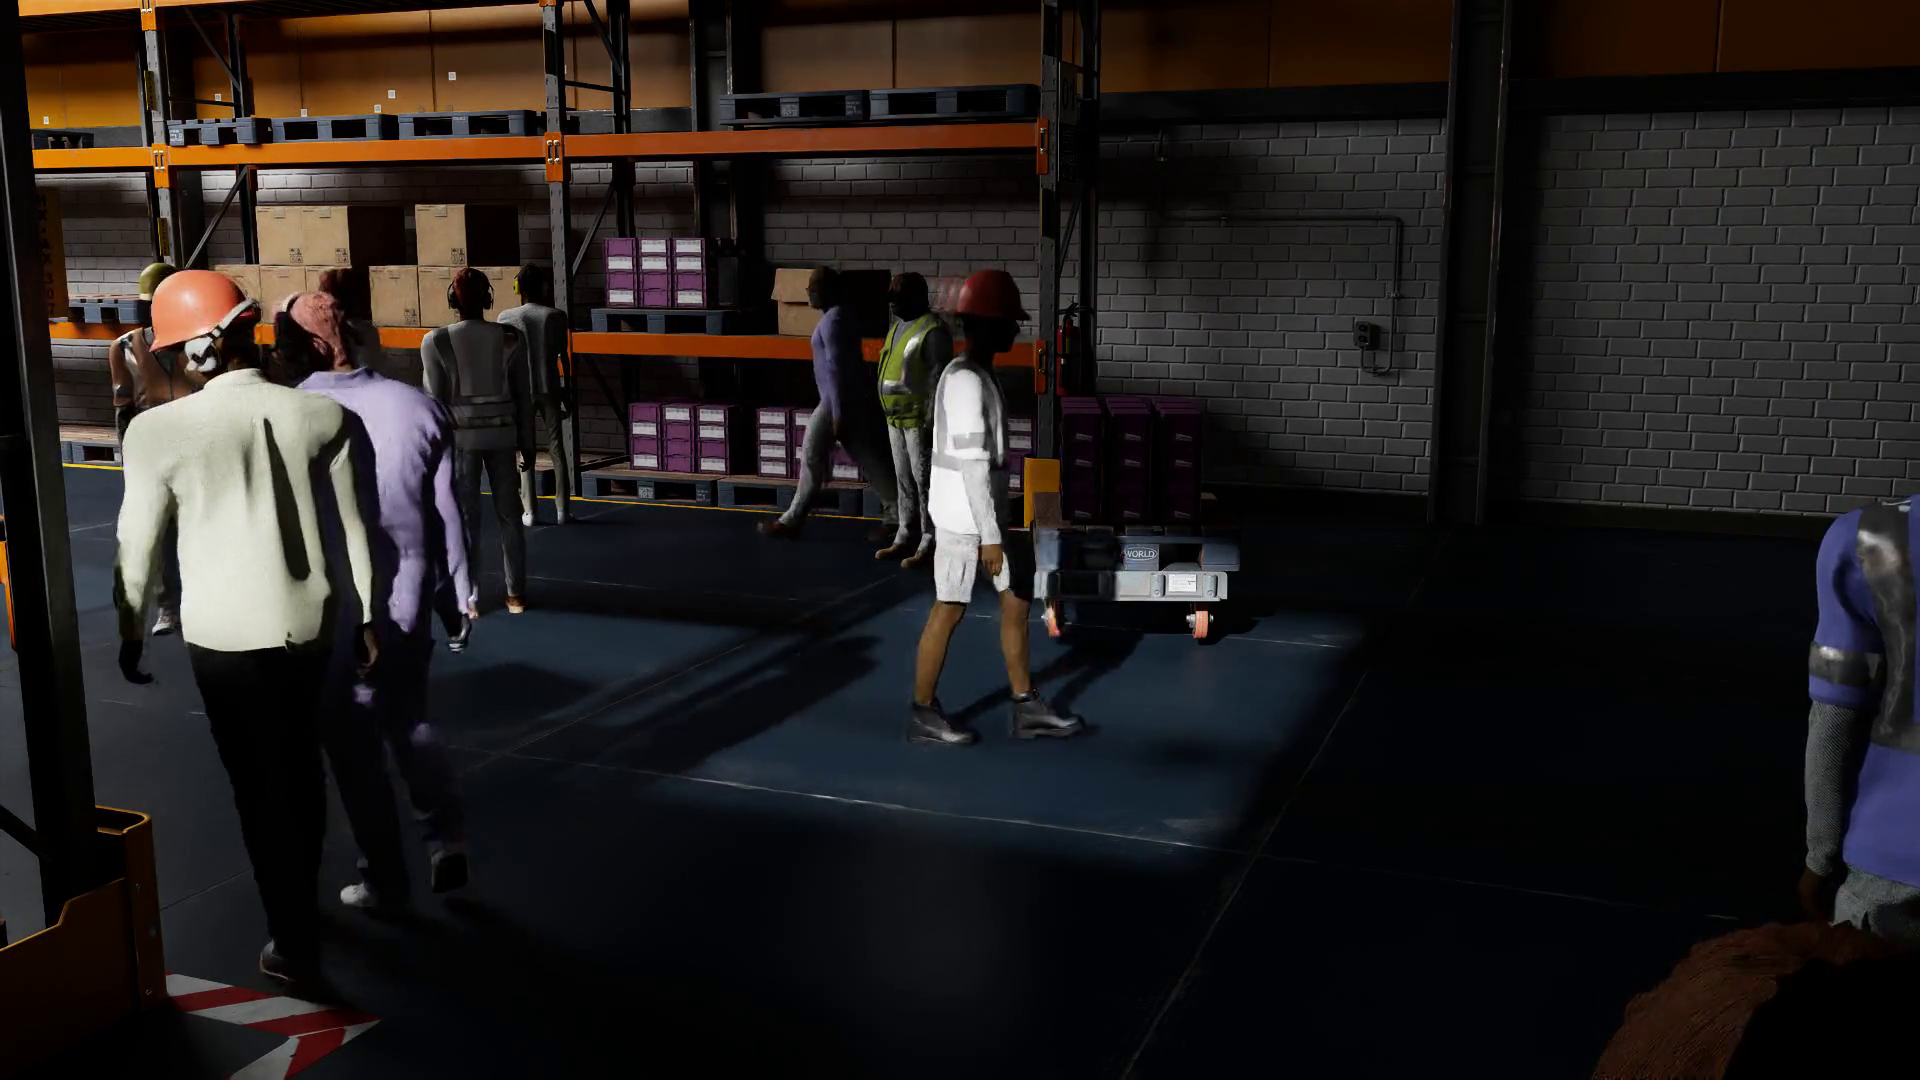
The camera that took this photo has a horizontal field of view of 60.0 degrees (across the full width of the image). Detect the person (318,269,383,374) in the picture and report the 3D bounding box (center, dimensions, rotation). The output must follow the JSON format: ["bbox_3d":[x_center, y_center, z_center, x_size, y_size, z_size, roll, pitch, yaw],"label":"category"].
[{"bbox_3d":[-3.534,-0.588,9.410,0.645,1.865,0.606,-1,10,-3],"label":"person"}]

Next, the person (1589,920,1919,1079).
[{"bbox_3d":[0.592,1.016,1.240,0.440,1.603,0.556,3,10,14],"label":"person"}]

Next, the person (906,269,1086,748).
[{"bbox_3d":[0.165,-0.094,6.541,0.845,1.902,0.574,1,10,8],"label":"person"}]

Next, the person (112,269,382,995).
[{"bbox_3d":[-1.998,0.231,4.652,0.908,1.935,0.632,10,14,43],"label":"person"}]

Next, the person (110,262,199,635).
[{"bbox_3d":[-4.025,-0.459,8.575,0.581,1.919,0.392,-4,11,-19],"label":"person"}]

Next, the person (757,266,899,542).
[{"bbox_3d":[-0.824,-0.893,11.144,1.075,1.869,0.670,2,10,9],"label":"person"}]

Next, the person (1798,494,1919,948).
[{"bbox_3d":[1.767,0.542,2.929,0.544,1.939,0.354,5,11,24],"label":"person"}]

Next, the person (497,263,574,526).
[{"bbox_3d":[-3.028,-1.026,11.879,0.520,1.862,0.333,-4,11,-19],"label":"person"}]

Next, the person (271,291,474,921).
[{"bbox_3d":[-1.804,0.213,4.924,0.465,1.882,0.666,9,14,42],"label":"person"}]

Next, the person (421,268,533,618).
[{"bbox_3d":[-2.593,-0.518,8.983,0.573,1.883,0.355,-5,11,-27],"label":"person"}]

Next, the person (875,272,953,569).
[{"bbox_3d":[-0.298,-0.742,10.372,0.430,1.838,0.619,-6,12,-28],"label":"person"}]
